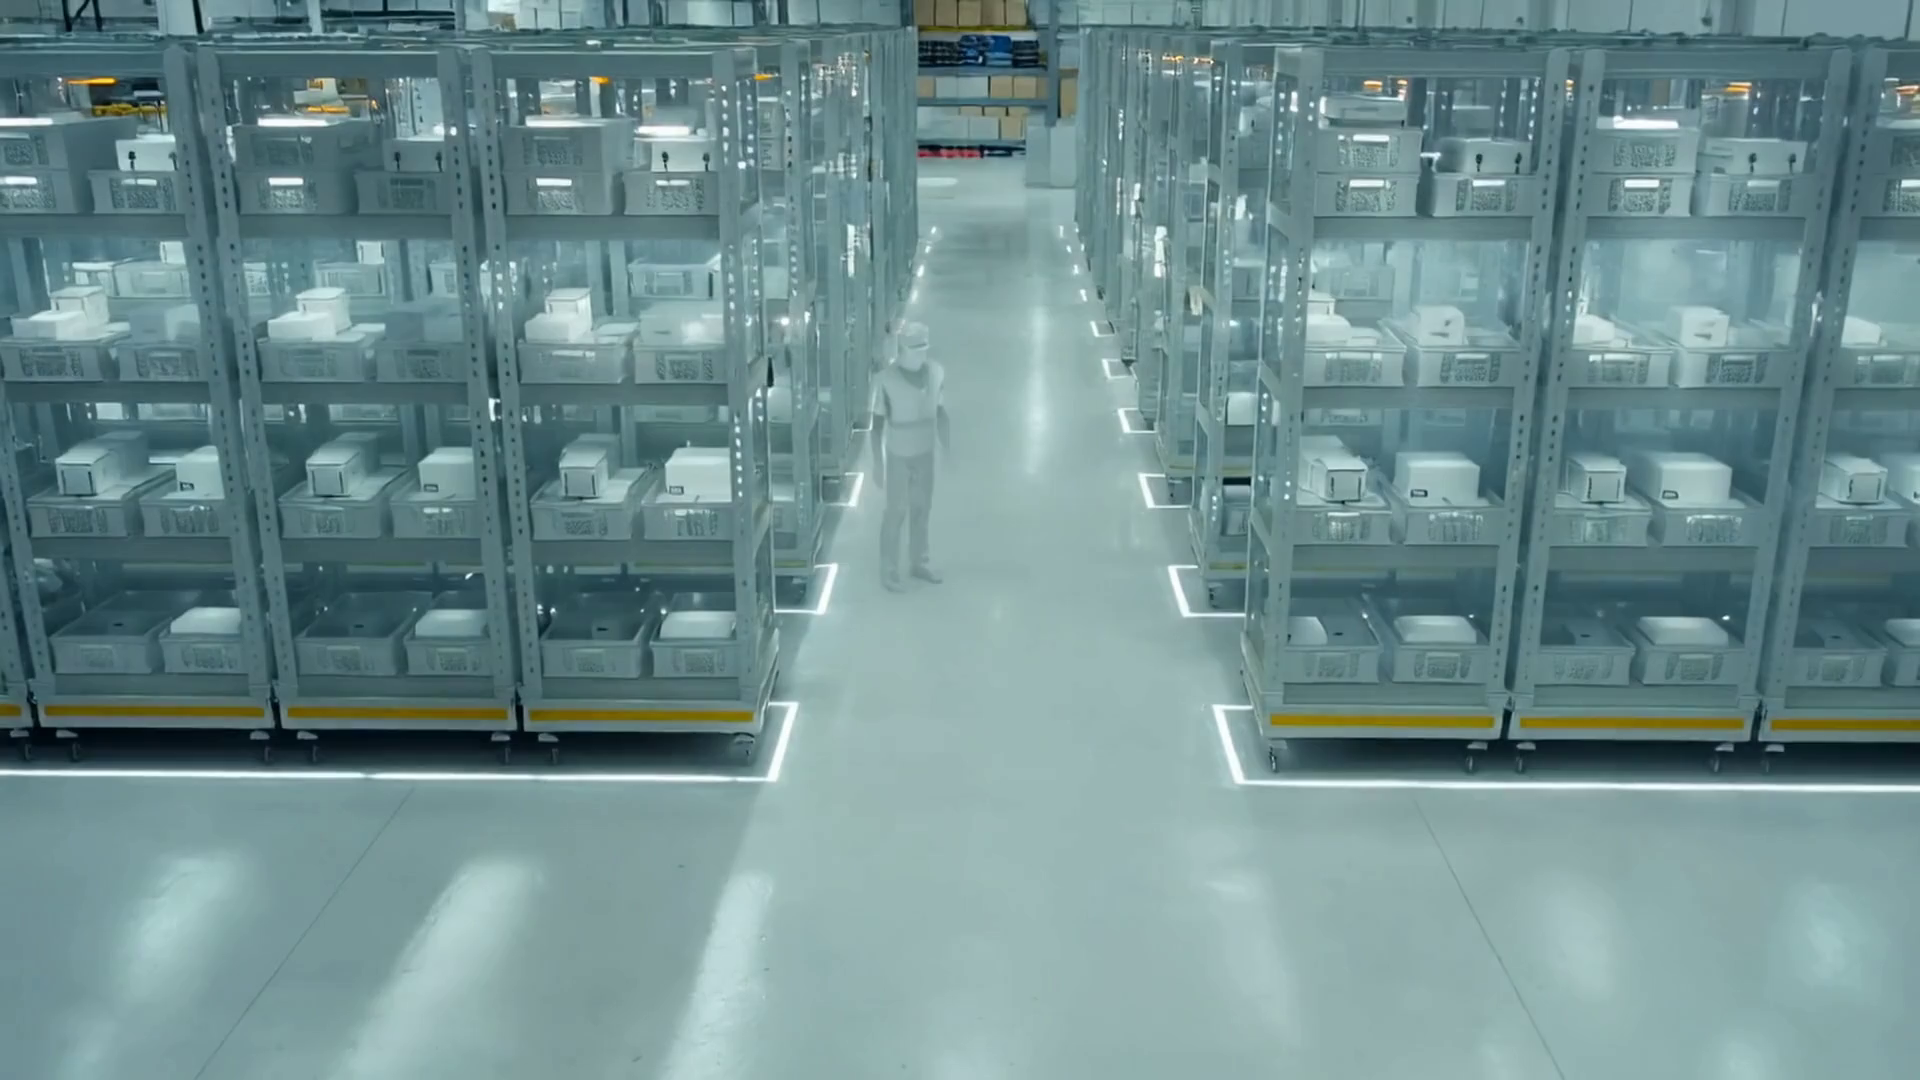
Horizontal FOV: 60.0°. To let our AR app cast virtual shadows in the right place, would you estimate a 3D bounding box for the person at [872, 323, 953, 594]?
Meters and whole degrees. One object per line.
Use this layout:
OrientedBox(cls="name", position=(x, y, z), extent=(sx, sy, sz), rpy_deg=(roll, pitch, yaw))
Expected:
OrientedBox(cls="person", position=(-0.345, -0.559, 11.145), extent=(0.582, 1.834, 0.405), rpy_deg=(-14, 22, -38))
